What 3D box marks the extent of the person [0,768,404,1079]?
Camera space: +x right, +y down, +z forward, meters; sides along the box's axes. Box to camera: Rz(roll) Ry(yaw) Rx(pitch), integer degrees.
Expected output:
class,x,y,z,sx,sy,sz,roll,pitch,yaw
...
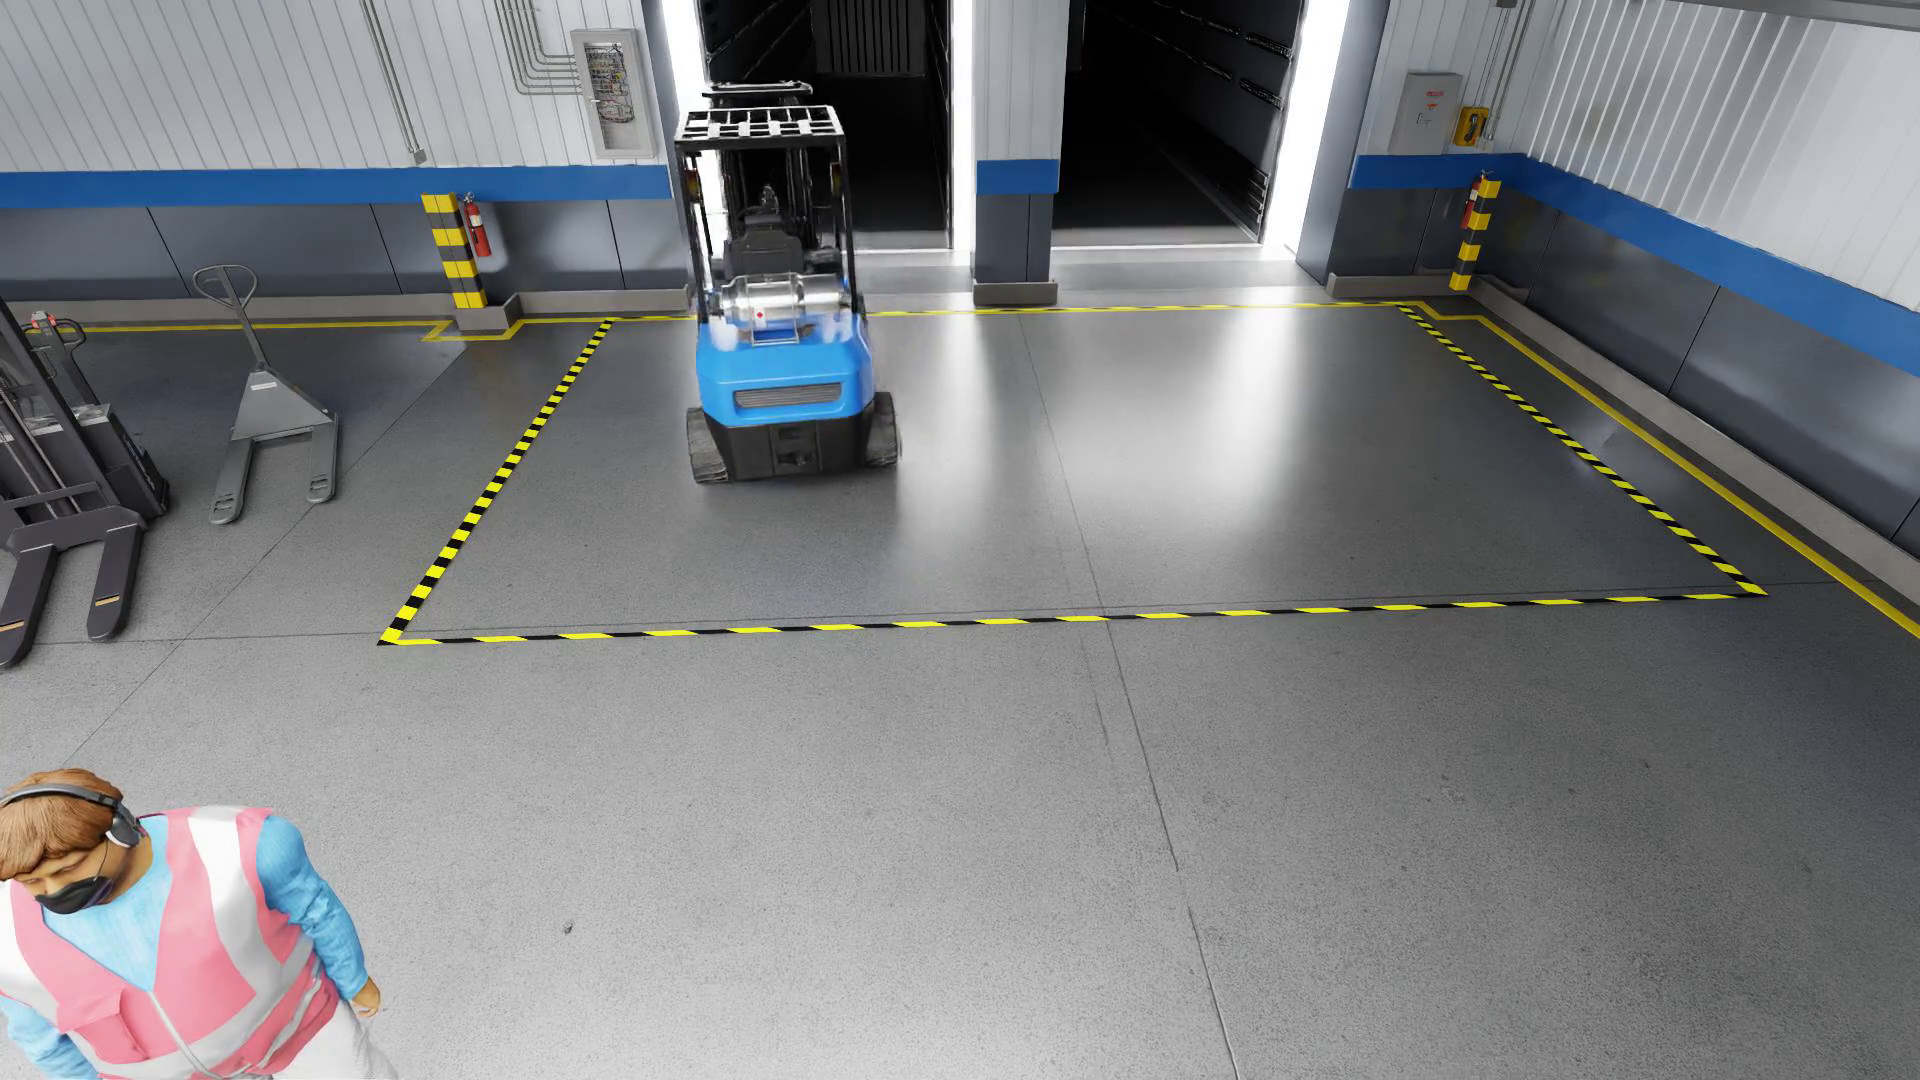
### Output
class,x,y,z,sx,sy,sz,roll,pitch,yaw
person,-1.838,1.253,2.326,0.632,1.840,0.429,-21,40,-27

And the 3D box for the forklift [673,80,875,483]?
class,x,y,z,sx,sy,sz,roll,pitch,yaw
forklift,-1.291,-1.924,6.439,1.157,2.036,2.680,-6,35,-9

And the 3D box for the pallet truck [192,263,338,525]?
class,x,y,z,sx,sy,sz,roll,pitch,yaw
pallet truck,-4.778,-1.027,6.128,0.680,1.201,1.601,-17,38,-23

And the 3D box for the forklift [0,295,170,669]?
class,x,y,z,sx,sy,sz,roll,pitch,yaw
forklift,-5.212,-0.618,4.878,0.823,1.965,1.885,-20,39,-26
